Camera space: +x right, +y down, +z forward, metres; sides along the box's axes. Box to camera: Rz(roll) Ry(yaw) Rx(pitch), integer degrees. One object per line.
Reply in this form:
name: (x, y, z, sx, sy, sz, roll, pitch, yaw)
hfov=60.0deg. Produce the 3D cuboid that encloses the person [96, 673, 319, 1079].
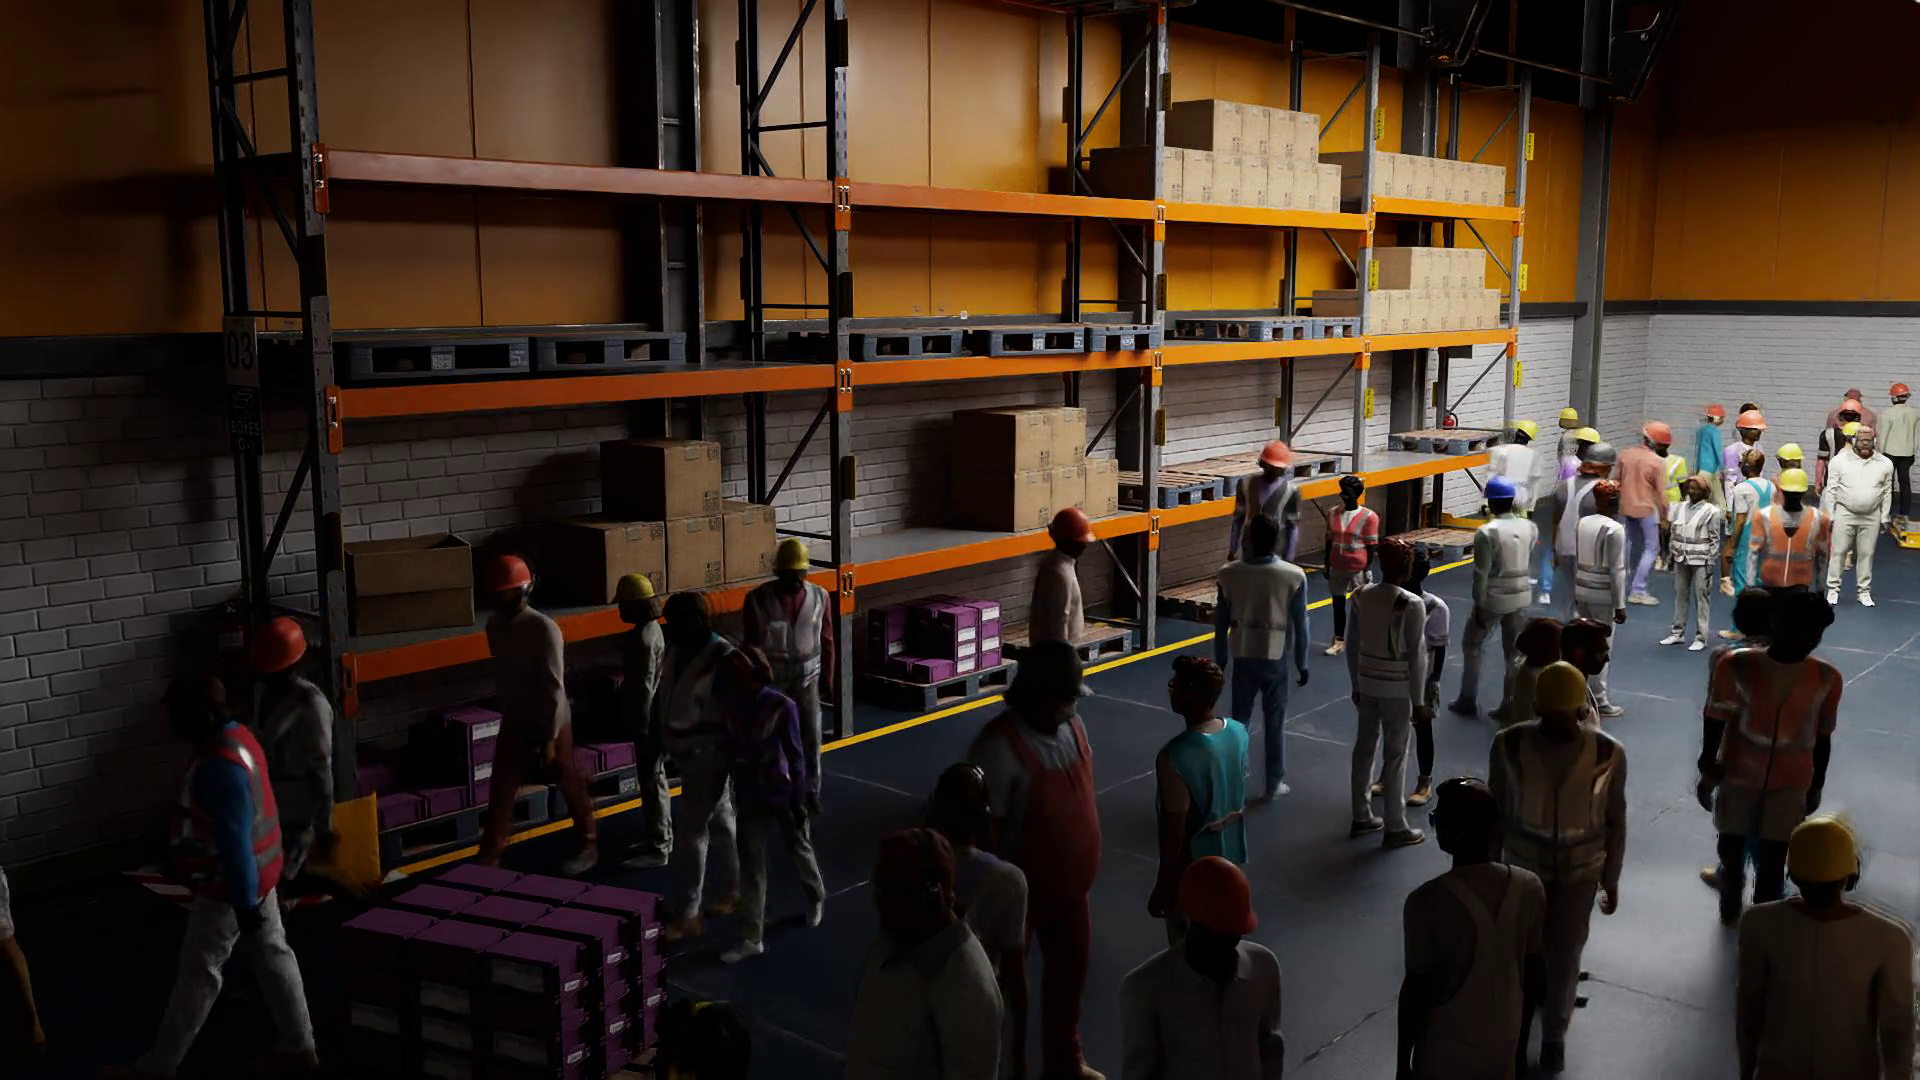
person: (-3.208, 1.446, 7.008, 0.918, 1.797, 0.652, -3, 9, -17)

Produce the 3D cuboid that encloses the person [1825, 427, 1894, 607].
person: (9.499, -0.246, 17.597, 0.642, 1.909, 0.410, 2, 9, 15)

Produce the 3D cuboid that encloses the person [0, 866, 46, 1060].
person: (-3.466, 1.640, 5.771, 0.539, 1.793, 0.977, 1, 9, 5)

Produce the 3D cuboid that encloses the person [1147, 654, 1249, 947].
person: (1.023, 1.405, 7.129, 0.390, 1.850, 0.565, 7, 11, 39)

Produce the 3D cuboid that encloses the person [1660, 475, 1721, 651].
person: (6.837, 0.210, 15.518, 0.308, 1.638, 0.517, -5, 10, -27)

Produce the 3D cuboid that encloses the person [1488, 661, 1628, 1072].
person: (2.578, 1.407, 7.235, 0.592, 1.817, 0.414, 3, 9, 18)

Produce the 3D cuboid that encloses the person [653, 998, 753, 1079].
person: (-0.479, 1.941, 3.787, 0.789, 1.840, 0.525, -1, 9, -5)

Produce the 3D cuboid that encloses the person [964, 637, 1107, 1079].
person: (0.309, 1.354, 6.844, 0.543, 2.000, 0.721, 7, 11, 39)

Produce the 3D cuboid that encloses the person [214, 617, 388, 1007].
person: (-3.151, 1.252, 8.004, 0.872, 1.882, 0.615, -9, 12, -44)

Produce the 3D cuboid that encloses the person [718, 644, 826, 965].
person: (-0.959, 1.306, 8.598, 0.575, 1.590, 0.832, 5, 10, 29)

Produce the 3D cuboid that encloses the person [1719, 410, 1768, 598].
person: (8.545, -0.393, 18.102, 0.608, 2.044, 0.371, -6, 11, -34)

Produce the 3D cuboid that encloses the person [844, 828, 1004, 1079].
person: (-0.128, 1.745, 4.762, 0.409, 1.908, 0.639, -4, 9, -22)

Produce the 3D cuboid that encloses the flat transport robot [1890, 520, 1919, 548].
flat transport robot: (12.597, -0.071, 21.723, 0.652, 0.197, 1.431, 4, 10, 24)

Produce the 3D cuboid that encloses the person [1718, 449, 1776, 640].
person: (7.532, 0.049, 15.891, 0.517, 1.844, 0.329, -4, 10, -26)

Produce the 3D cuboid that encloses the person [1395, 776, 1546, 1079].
person: (1.649, 1.674, 5.453, 0.504, 1.840, 0.344, -3, 9, -16)

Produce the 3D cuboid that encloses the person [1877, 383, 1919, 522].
person: (13.419, -1.253, 23.833, 0.614, 1.987, 0.403, -1, 9, -7)

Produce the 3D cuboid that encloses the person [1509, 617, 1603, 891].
person: (3.245, 1.214, 9.149, 0.771, 1.602, 0.513, 4, 10, 23)

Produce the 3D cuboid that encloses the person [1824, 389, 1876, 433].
person: (12.844, -1.253, 24.145, 0.655, 1.887, 0.669, 2, 9, 10)

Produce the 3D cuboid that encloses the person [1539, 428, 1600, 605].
person: (6.538, -0.248, 17.694, 0.635, 1.878, 0.668, 7, 11, 37)

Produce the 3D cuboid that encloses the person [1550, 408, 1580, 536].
person: (8.162, -0.909, 22.393, 0.296, 1.745, 0.484, 7, 11, 38)

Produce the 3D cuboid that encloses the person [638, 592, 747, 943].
person: (-1.440, 1.174, 8.777, 0.863, 1.796, 0.639, -7, 11, -39)

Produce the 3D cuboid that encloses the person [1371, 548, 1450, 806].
person: (2.950, 0.891, 10.939, 0.318, 1.697, 0.536, -8, 12, -42)

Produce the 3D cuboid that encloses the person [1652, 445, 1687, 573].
person: (8.240, -0.443, 19.599, 0.566, 1.670, 0.568, 7, 11, 37)

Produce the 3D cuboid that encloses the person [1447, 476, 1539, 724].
person: (4.178, 0.450, 13.042, 0.623, 1.919, 0.733, -3, 9, -18)

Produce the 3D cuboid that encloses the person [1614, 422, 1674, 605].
person: (7.235, -0.281, 17.703, 0.409, 1.949, 0.701, -6, 10, -32)

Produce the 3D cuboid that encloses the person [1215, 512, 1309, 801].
person: (1.983, 0.775, 10.979, 0.597, 1.920, 0.405, 3, 9, 21)

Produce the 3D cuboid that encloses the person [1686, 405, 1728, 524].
person: (10.570, -1.044, 23.392, 0.933, 1.703, 0.562, 2, 9, 14)

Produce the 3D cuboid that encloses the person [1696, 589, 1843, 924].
person: (4.093, 1.164, 8.467, 0.639, 1.923, 0.879, 4, 9, 22)

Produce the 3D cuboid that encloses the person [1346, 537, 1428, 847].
person: (2.609, 0.919, 10.160, 0.354, 1.881, 0.576, -6, 10, -33)

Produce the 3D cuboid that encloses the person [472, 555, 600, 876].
person: (-2.417, 1.026, 9.344, 0.626, 1.934, 0.998, 5, 10, 30)

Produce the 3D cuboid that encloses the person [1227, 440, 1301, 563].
person: (2.795, 0.070, 15.213, 0.655, 2.014, 0.641, 5, 10, 28)

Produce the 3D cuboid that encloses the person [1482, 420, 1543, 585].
person: (6.201, -0.410, 18.784, 0.698, 1.875, 0.376, 0, 9, -3)

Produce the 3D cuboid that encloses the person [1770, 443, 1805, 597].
person: (8.524, -0.115, 17.191, 0.304, 1.772, 0.525, 0, 9, -1)

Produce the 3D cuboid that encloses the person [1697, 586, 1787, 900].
person: (4.311, 1.155, 8.962, 0.500, 1.798, 0.960, -1, 9, -8)

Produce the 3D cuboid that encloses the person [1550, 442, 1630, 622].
person: (5.660, 0.110, 14.870, 0.608, 2.000, 0.700, -4, 10, -23)

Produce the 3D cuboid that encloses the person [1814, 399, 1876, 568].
person: (10.625, -0.676, 20.000, 0.612, 2.029, 0.409, 4, 10, 25)

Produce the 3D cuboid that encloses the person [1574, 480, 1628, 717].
person: (5.072, 0.459, 13.161, 0.386, 1.880, 0.581, -2, 9, -11)

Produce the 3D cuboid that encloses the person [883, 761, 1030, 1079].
person: (-0.063, 1.670, 5.584, 0.552, 1.809, 0.817, 4, 10, 22)

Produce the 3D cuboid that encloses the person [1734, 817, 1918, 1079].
person: (2.830, 1.727, 5.480, 0.537, 1.721, 0.915, 5, 10, 30)

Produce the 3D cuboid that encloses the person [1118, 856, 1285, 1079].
person: (0.744, 1.787, 5.016, 0.554, 1.743, 0.348, -4, 10, -23)

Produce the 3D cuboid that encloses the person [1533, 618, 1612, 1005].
person: (2.888, 1.273, 8.005, 0.373, 1.840, 0.572, 4, 10, 23)

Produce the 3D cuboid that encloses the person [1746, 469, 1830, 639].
person: (6.974, 0.324, 14.043, 0.608, 1.869, 1.036, 5, 10, 28)

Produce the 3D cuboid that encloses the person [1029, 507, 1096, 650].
person: (0.656, 0.749, 10.983, 0.443, 1.978, 0.706, -1, 9, -4)

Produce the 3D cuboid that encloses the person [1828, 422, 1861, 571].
person: (10.576, -0.524, 19.834, 0.312, 1.771, 0.524, 7, 11, 36)

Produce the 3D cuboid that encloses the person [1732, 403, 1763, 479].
person: (10.391, -0.885, 21.957, 0.556, 1.831, 0.554, -5, 10, -28)

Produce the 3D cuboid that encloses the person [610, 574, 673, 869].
person: (-1.872, 1.053, 9.792, 0.324, 1.730, 0.490, -1, 9, -9)

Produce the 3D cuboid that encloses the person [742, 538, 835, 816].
person: (-1.085, 0.881, 10.633, 0.594, 1.818, 0.443, -3, 9, -20)

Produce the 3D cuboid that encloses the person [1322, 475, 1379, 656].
person: (3.534, 0.247, 15.110, 0.531, 1.690, 0.319, 9, 12, 44)
